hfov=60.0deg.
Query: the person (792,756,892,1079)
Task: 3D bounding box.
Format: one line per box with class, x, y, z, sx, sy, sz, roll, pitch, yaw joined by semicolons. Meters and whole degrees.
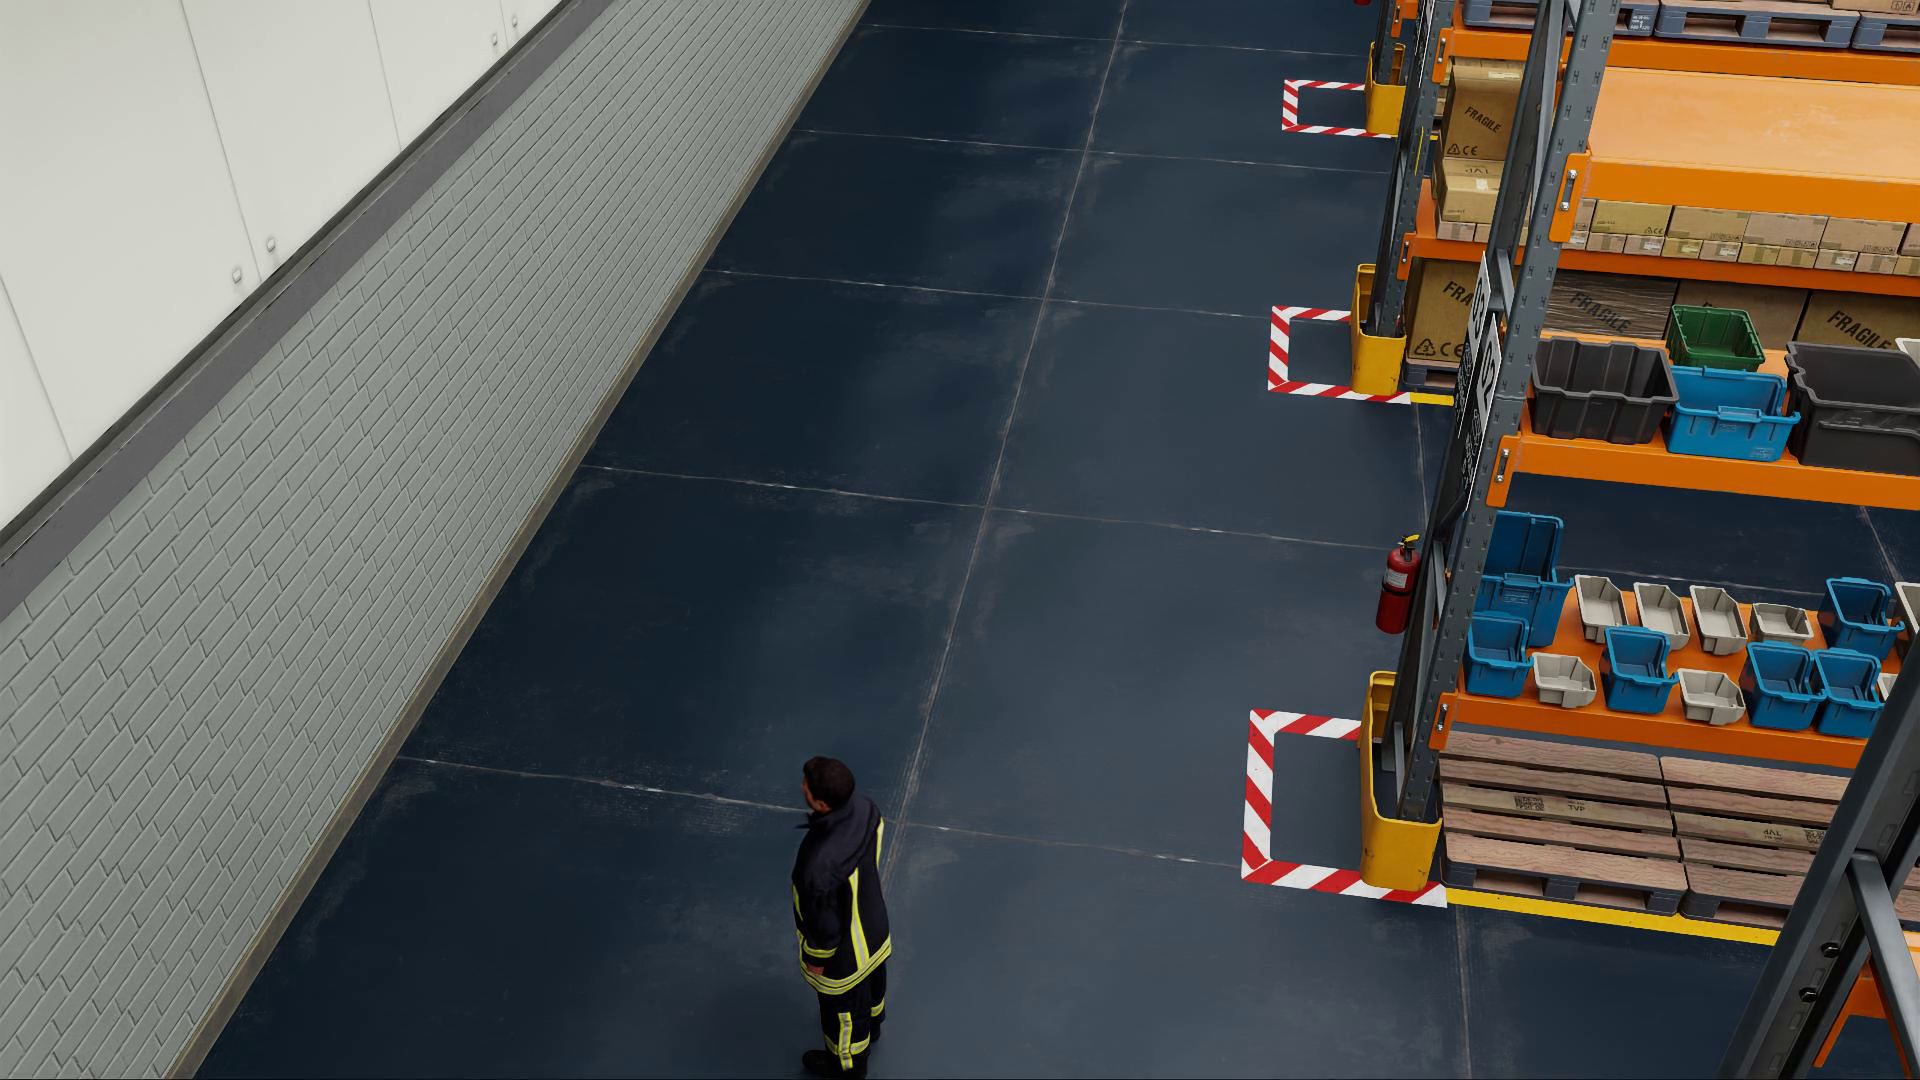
person;-0.519;1.691;7.422;0.705;1.928;0.812;11;39;14
